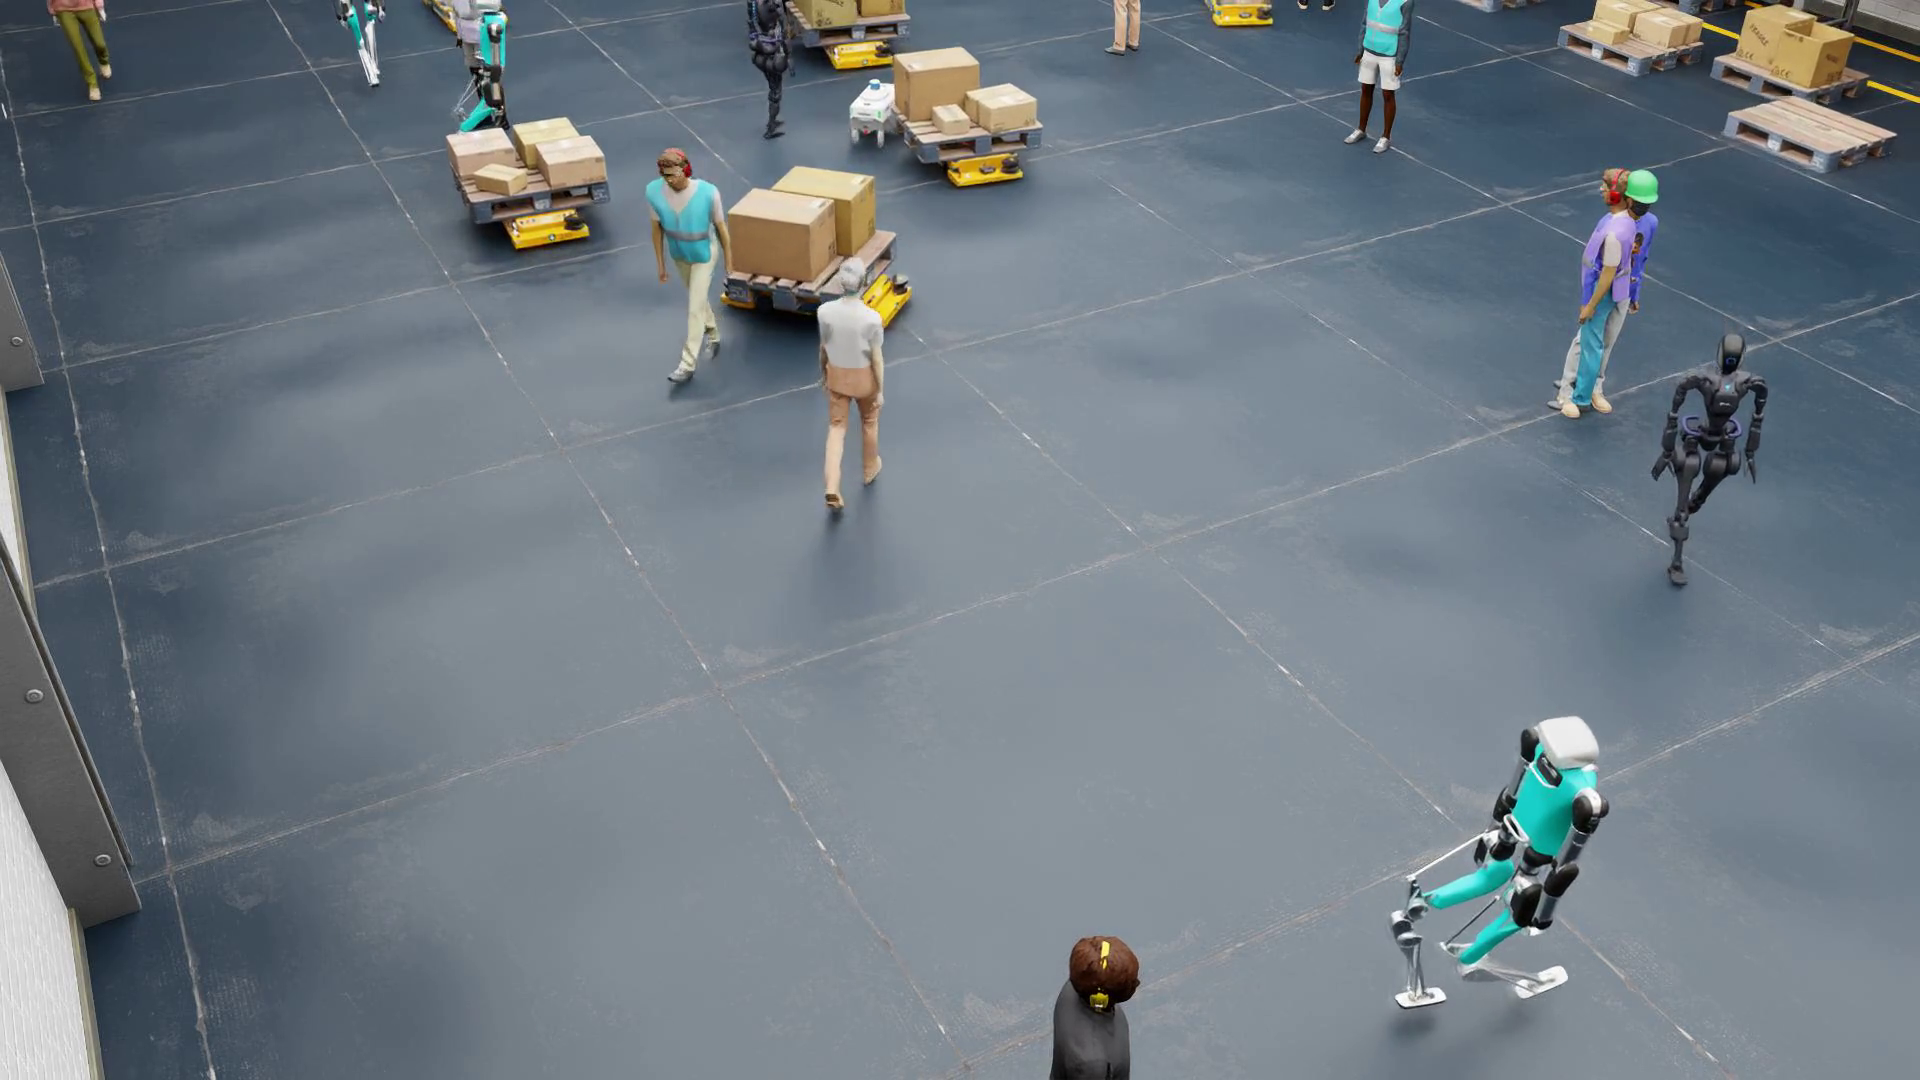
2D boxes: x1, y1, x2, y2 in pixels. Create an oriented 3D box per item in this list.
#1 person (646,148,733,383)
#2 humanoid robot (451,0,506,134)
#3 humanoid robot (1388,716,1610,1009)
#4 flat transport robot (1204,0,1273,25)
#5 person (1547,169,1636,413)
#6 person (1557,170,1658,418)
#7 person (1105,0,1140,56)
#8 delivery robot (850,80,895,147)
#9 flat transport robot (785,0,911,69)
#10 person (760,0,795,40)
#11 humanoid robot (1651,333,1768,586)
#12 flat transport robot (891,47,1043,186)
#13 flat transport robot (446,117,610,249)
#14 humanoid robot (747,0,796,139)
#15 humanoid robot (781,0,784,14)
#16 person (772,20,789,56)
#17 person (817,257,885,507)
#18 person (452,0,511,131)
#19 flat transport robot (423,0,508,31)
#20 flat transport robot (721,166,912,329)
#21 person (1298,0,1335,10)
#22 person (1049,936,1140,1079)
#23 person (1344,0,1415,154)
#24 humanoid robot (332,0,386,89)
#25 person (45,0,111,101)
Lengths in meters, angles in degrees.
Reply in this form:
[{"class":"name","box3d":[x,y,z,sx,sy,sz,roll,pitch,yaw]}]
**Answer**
[{"class":"person","box3d":[-2.019,-2.042,12.309,0.572,1.808,0.673,12,37,17]},{"class":"humanoid robot","box3d":[-4.447,-4.092,15.295,0.760,1.793,0.552,-10,36,-14]},{"class":"humanoid robot","box3d":[2.297,1.516,7.287,1.047,1.734,0.543,-8,36,-12]},{"class":"flat transport robot","box3d":[3.294,-6.484,19.973,0.659,0.231,1.431,-2,35,-3]},{"class":"person","box3d":[4.580,-1.762,11.865,0.388,1.837,0.564,16,38,22]},{"class":"person","box3d":[4.636,-1.742,11.807,0.463,1.871,0.359,-8,36,-11]},{"class":"person","box3d":[1.819,-6.218,18.366,0.476,1.674,0.379,-27,43,-33]},{"class":"delivery robot","box3d":[-0.832,-4.292,16.605,0.499,0.606,0.796,9,36,13]},{"class":"flat transport robot","box3d":[-1.260,-5.660,18.797,0.659,0.231,1.431,-10,36,-14]},{"class":"person","box3d":[-2.072,-6.539,18.817,0.656,1.678,0.440,21,40,27]},{"class":"humanoid robot","box3d":[4.662,-0.556,10.335,0.612,1.628,0.793,5,35,8]},{"class":"flat transport robot","box3d":[0.050,-3.809,16.154,0.659,0.231,1.431,-11,37,-16]},{"class":"flat transport robot","box3d":[-3.863,-3.038,15.053,0.659,0.231,1.431,-15,38,-20]},{"class":"humanoid robot","box3d":[-1.852,-4.798,16.340,0.601,1.647,0.427,29,44,34]},{"class":"humanoid robot","box3d":[-2.214,-6.973,19.486,0.543,1.880,0.789,4,35,6]},{"class":"person","box3d":[-2.009,-6.299,18.325,0.623,1.864,0.629,27,43,33]},{"class":"person","box3d":[-0.729,-1.025,10.912,0.466,1.729,0.761,7,36,10]},{"class":"person","box3d":[-4.772,-4.953,16.335,0.551,1.935,0.357,23,41,30]},{"class":"flat transport robot","box3d":[-5.940,-6.402,19.856,0.659,0.231,1.431,-18,39,-24]},{"class":"flat transport robot","box3d":[-1.179,-2.045,13.636,1.431,0.231,0.659,11,37,15]},{"class":"person","box3d":[4.303,-7.265,19.611,0.612,1.963,0.361,7,36,9]},{"class":"person","box3d":[0.493,2.162,6.231,0.356,1.875,0.494,1,35,1]},{"class":"person","box3d":[4.072,-4.706,15.991,0.454,1.931,0.554,-28,44,-34]},{"class":"humanoid robot","box3d":[-6.349,-5.613,17.471,0.562,1.729,1.061,-18,39,-23]},{"class":"person","box3d":[-9.182,-5.538,17.272,0.548,1.816,0.613,-12,37,-16]}]
